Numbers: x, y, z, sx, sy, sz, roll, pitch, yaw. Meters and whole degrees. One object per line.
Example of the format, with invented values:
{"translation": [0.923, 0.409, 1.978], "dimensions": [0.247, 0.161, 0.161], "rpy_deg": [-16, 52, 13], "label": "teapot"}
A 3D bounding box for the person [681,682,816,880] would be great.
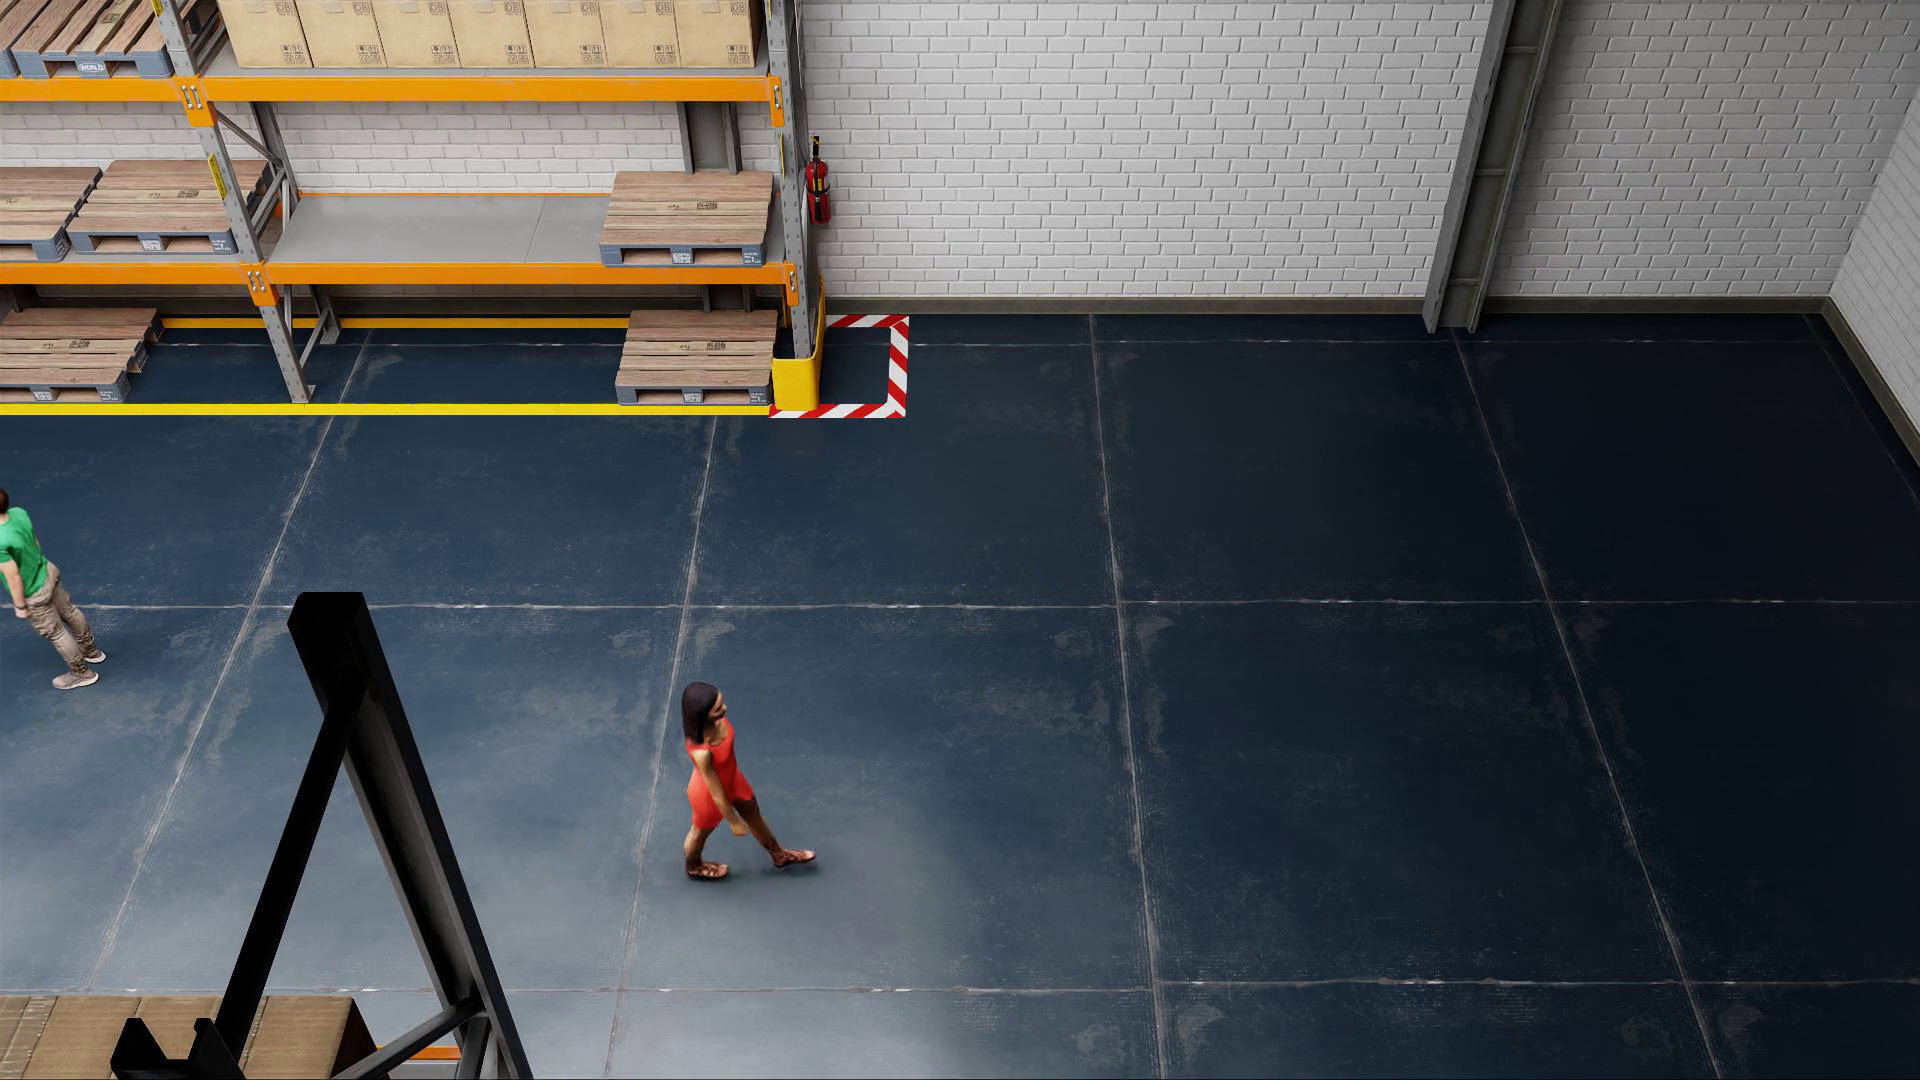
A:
{"translation": [-1.460, 1.404, 9.306], "dimensions": [0.983, 1.682, 0.600], "rpy_deg": [0, 44, 0], "label": "person"}

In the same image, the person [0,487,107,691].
{"translation": [-5.833, 0.276, 10.513], "dimensions": [0.526, 1.648, 0.582], "rpy_deg": [-2, 44, -2], "label": "person"}
